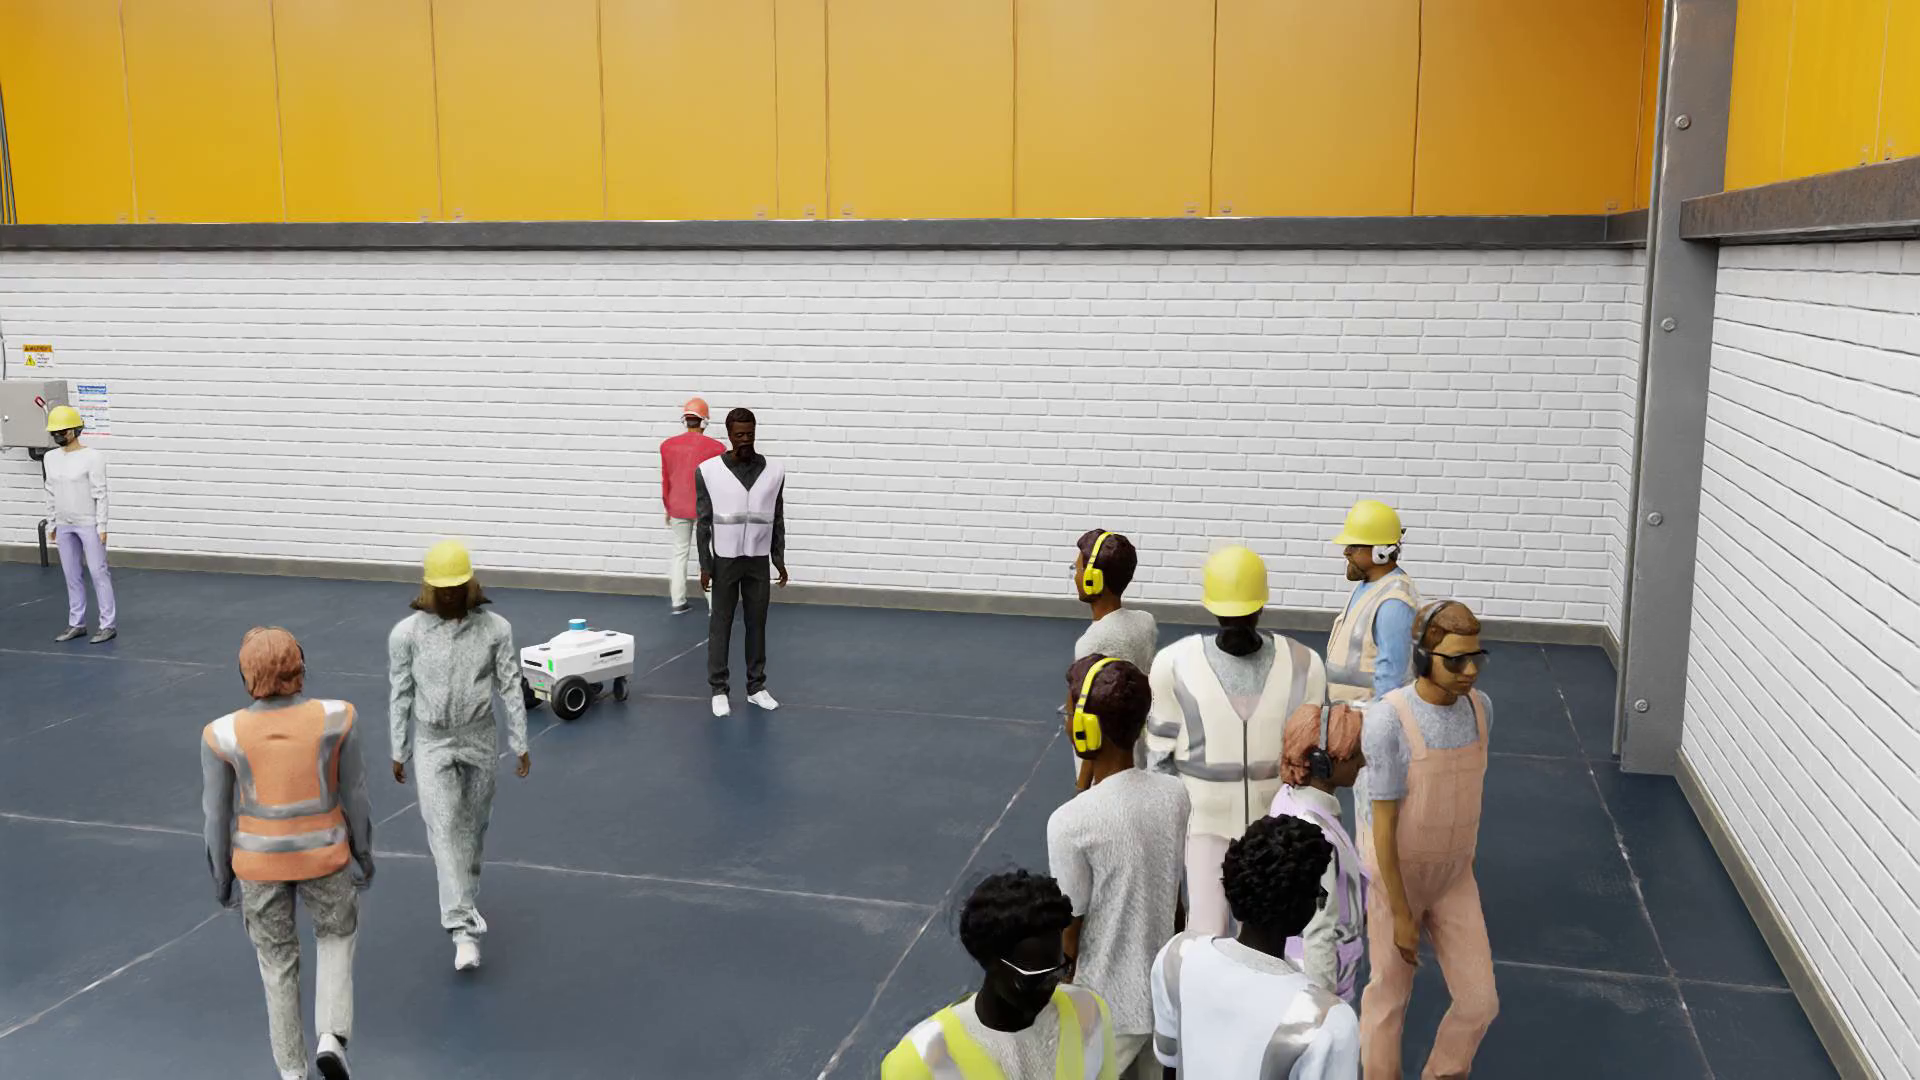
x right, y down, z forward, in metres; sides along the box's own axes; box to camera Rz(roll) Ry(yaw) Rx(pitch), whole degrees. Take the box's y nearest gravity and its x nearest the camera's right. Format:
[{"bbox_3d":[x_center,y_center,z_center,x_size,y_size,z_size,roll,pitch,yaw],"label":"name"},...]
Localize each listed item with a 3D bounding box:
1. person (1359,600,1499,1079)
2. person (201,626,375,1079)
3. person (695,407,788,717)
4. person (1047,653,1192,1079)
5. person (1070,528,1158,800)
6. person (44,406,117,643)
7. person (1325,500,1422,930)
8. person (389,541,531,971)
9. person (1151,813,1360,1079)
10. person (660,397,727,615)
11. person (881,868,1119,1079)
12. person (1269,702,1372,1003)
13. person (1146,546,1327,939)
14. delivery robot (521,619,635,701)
[{"bbox_3d":[1.432,1.072,5.082,0.506,1.824,0.503,-4,10,-21],"label":"person"},{"bbox_3d":[-2.228,1.093,5.547,0.531,1.620,0.434,-4,10,-20],"label":"person"},{"bbox_3d":[-1.363,0.125,10.401,0.590,1.918,0.398,-5,11,-27],"label":"person"},{"bbox_3d":[0.386,1.209,4.213,0.337,1.860,0.499,9,13,43],"label":"person"},{"bbox_3d":[0.528,0.885,6.058,0.331,1.874,0.519,6,11,32],"label":"person"},{"bbox_3d":[-6.505,-0.110,12.253,0.527,1.761,0.339,2,10,13],"label":"person"},{"bbox_3d":[1.754,0.736,7.084,0.403,1.824,0.593,1,10,4],"label":"person"},{"bbox_3d":[-1.995,0.854,6.723,0.524,1.708,0.752,-6,11,-30],"label":"person"},{"bbox_3d":[0.624,1.404,3.547,0.319,1.687,0.538,-8,13,-40],"label":"person"},{"bbox_3d":[-2.078,-0.257,13.176,0.578,1.743,0.373,1,10,5],"label":"person"},{"bbox_3d":[0.140,1.457,3.310,0.536,1.646,0.859,-7,12,-36],"label":"person"},{"bbox_3d":[0.959,1.247,4.608,0.311,1.639,0.521,1,10,4],"label":"person"},{"bbox_3d":[0.942,0.952,5.585,0.610,1.907,0.424,-1,10,-4],"label":"person"},{"bbox_3d":[-2.402,0.742,10.494,0.477,0.478,0.707,8,12,39],"label":"delivery robot"}]
